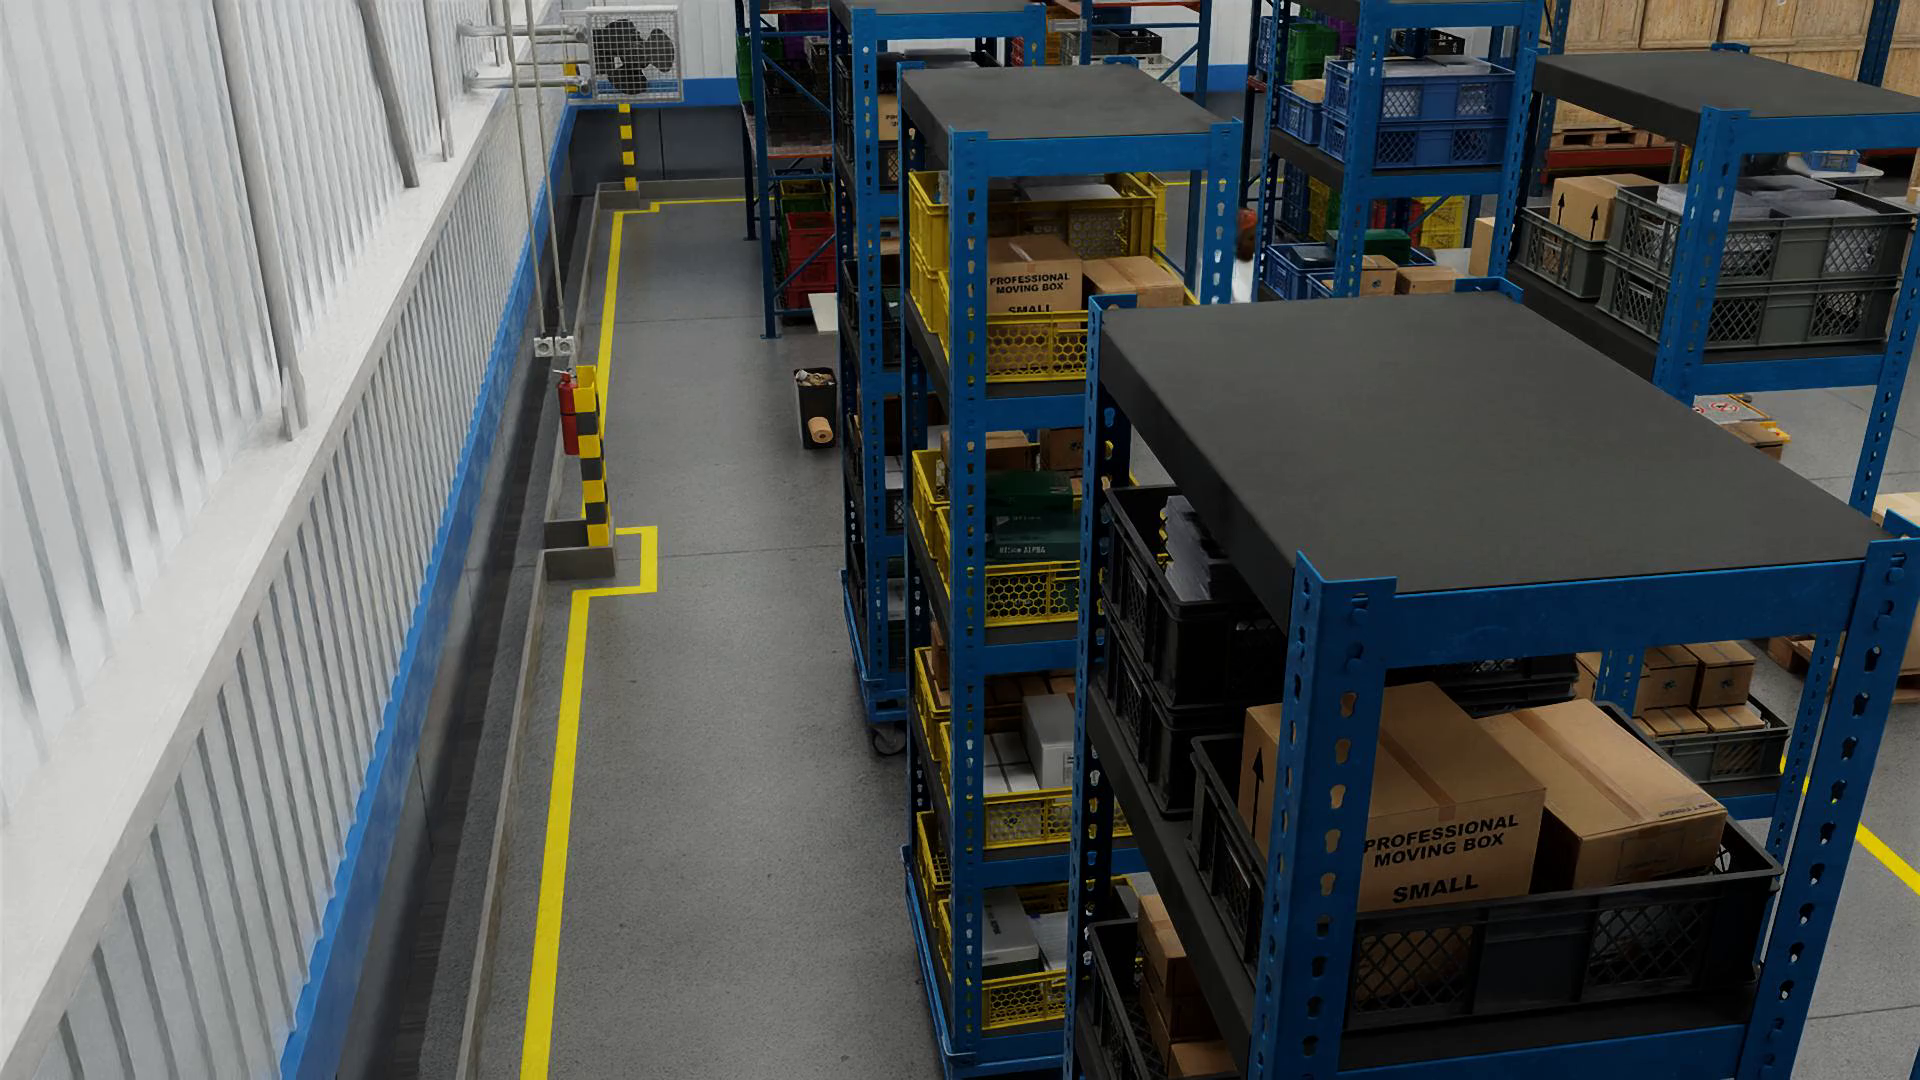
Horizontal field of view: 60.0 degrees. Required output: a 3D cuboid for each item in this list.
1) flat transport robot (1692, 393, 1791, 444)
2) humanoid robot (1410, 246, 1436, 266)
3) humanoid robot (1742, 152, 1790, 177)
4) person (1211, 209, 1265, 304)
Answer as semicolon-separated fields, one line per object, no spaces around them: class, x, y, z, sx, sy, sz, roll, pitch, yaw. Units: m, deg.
flat transport robot;5.224;-0.859;12.132;1.431;0.197;0.652;-4;25;-8
humanoid robot;2.987;-1.137;11.070;0.610;1.656;0.315;6;25;12
humanoid robot;7.438;-3.180;15.576;0.677;1.604;0.605;-10;27;-21
person;1.845;-1.350;11.330;0.580;1.866;0.595;-11;27;-23
